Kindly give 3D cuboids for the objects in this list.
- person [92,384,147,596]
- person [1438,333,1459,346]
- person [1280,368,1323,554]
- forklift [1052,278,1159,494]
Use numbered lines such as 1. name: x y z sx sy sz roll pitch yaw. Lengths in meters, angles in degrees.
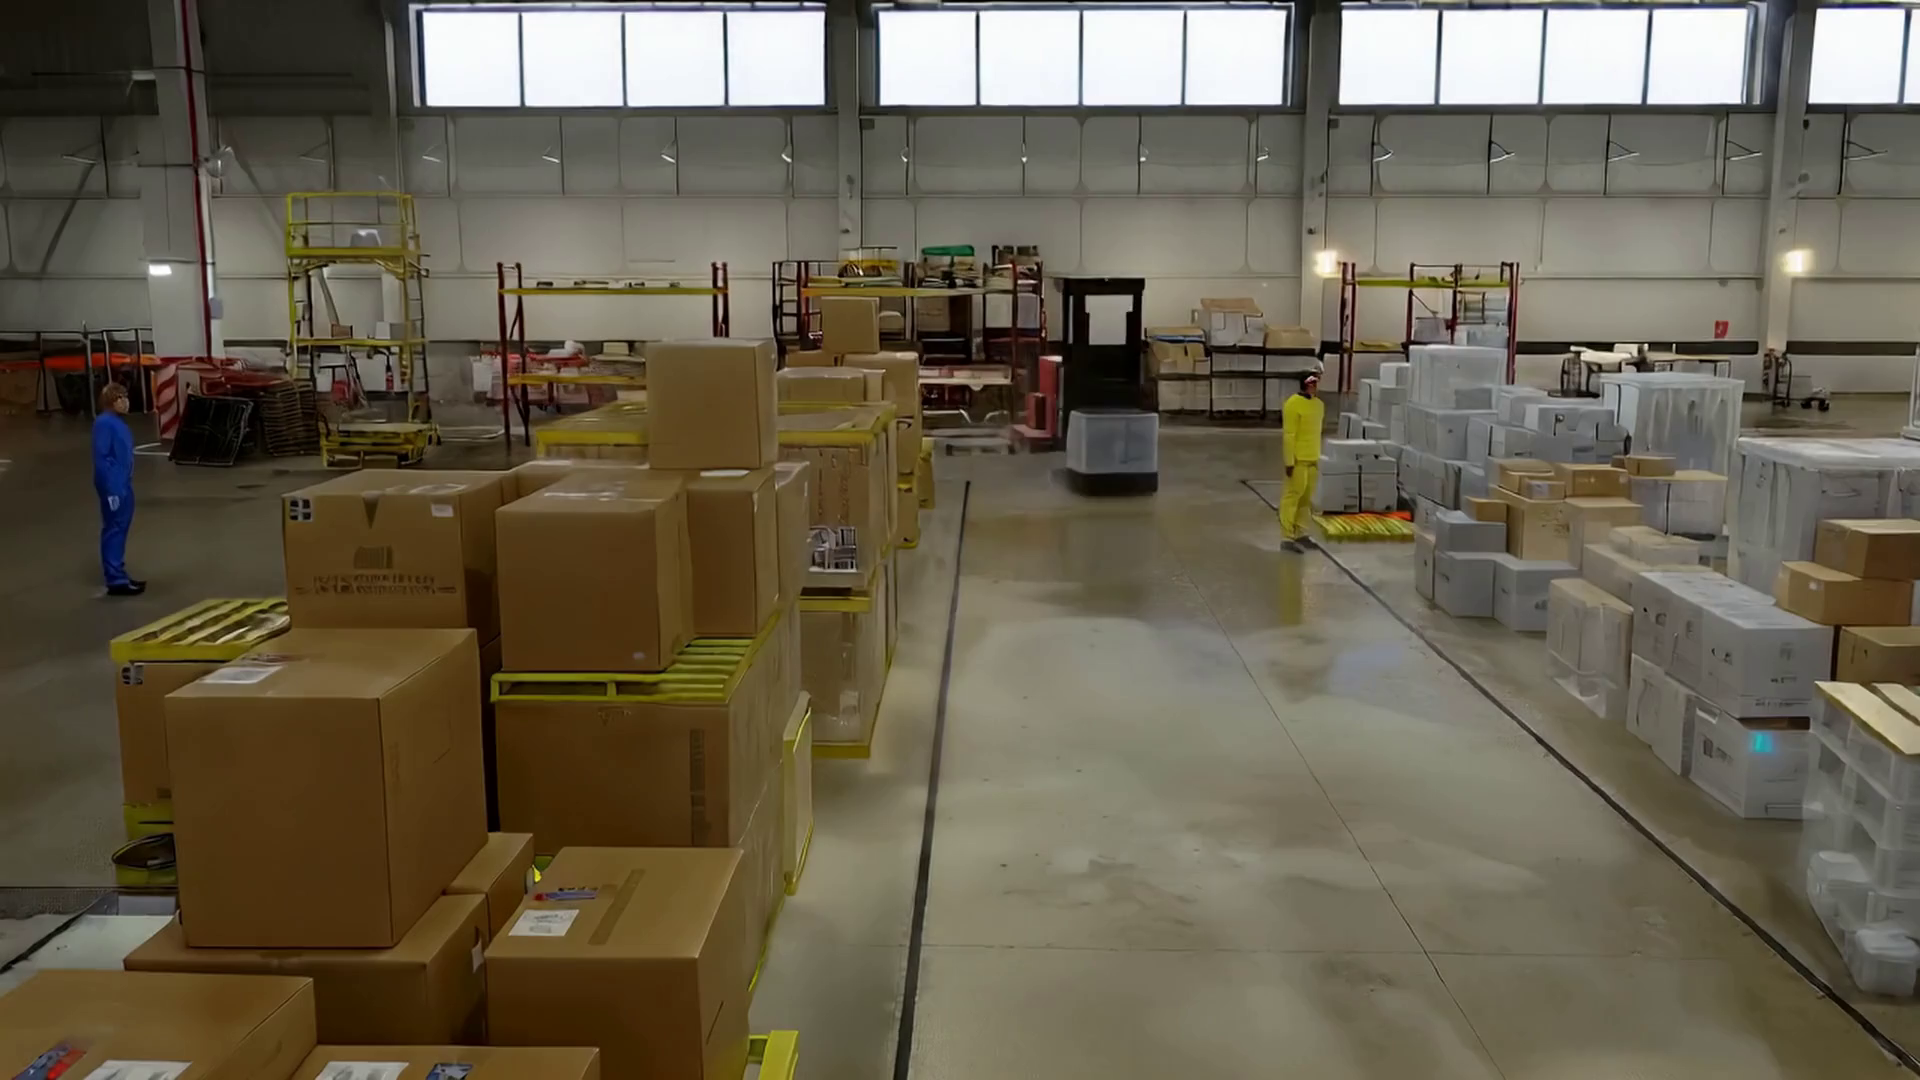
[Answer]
1. person: -7.711 -0.460 15.208 0.351 1.936 0.635 -3 10 -18
2. person: 7.520 -2.331 26.440 1.005 1.945 0.599 8 12 40
3. person: 3.596 -0.834 17.447 0.356 1.938 0.633 9 13 43
4. forklift: 1.955 -2.096 22.189 1.129 2.768 1.873 -1 10 -7
